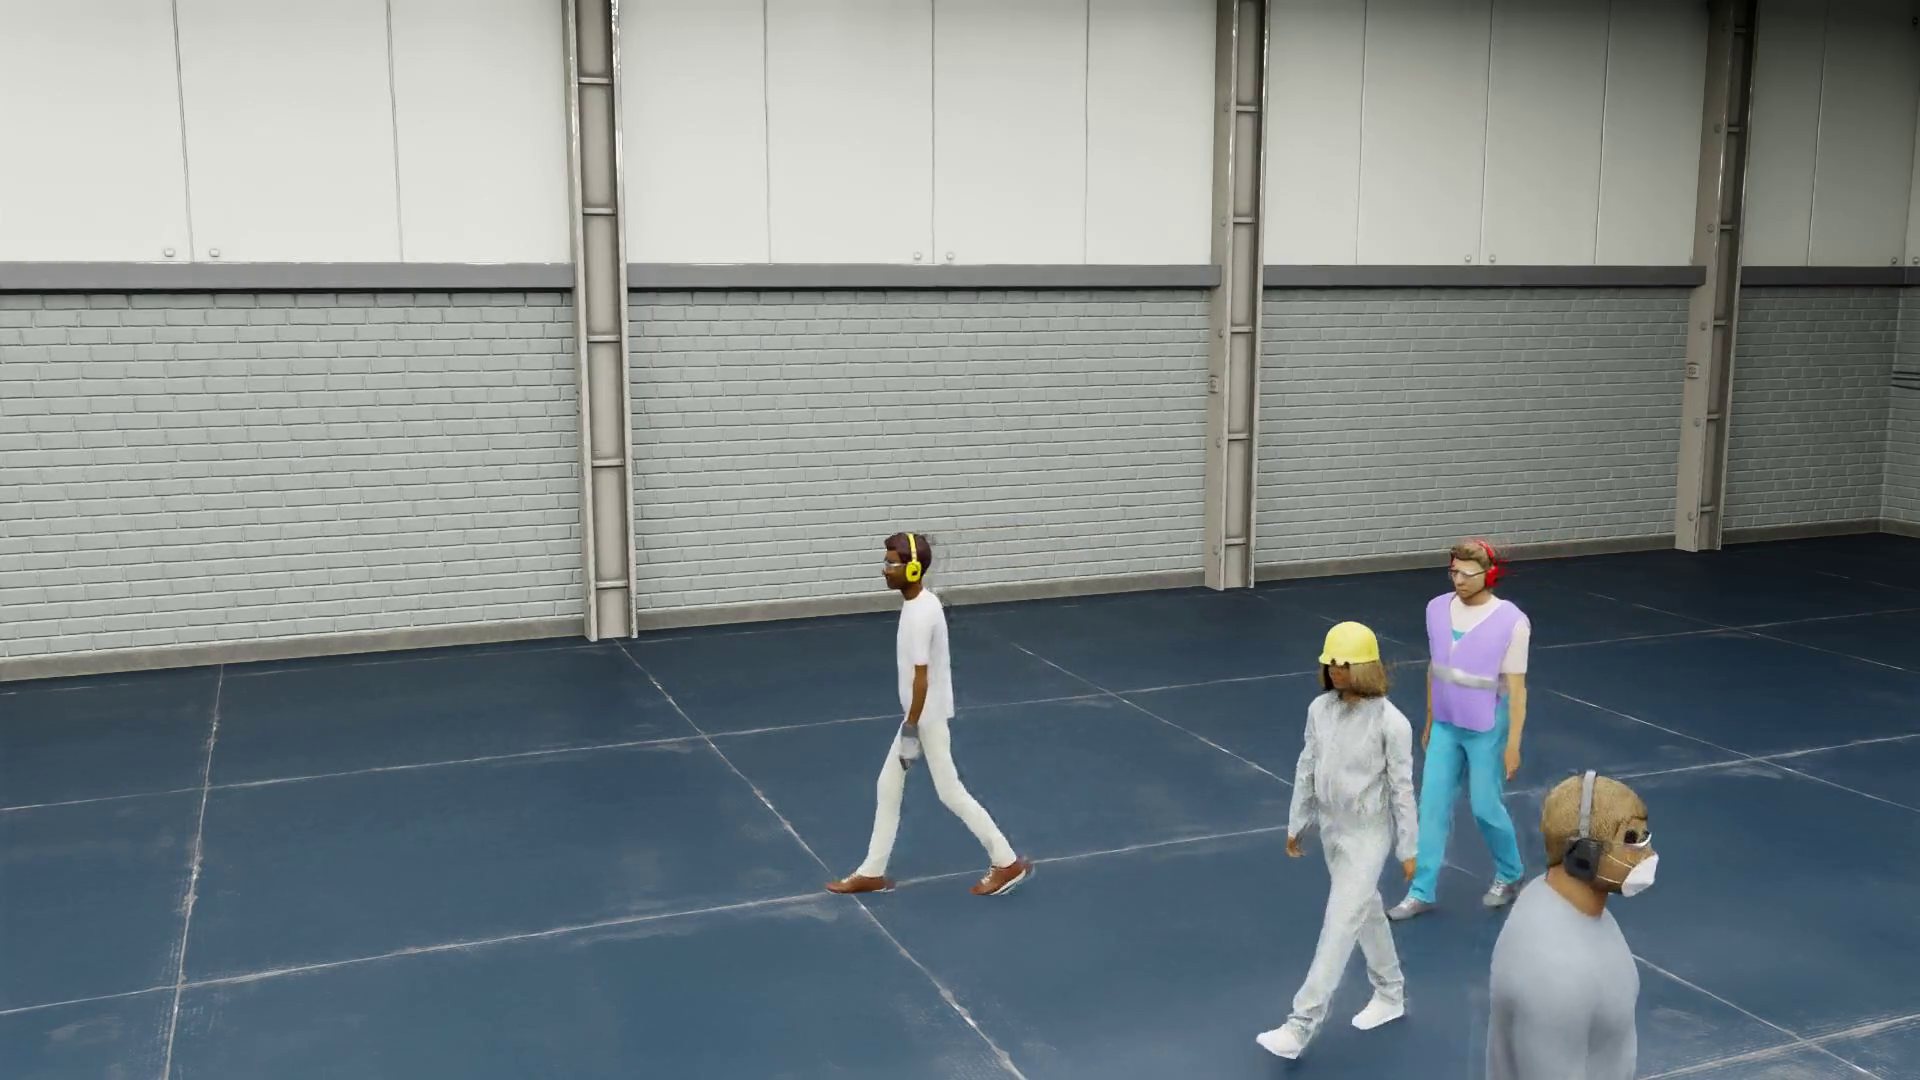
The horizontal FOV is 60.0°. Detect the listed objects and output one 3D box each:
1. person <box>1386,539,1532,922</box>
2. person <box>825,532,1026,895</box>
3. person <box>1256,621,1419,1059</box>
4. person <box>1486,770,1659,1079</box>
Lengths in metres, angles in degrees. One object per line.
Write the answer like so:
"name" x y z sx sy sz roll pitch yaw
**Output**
"person" 2.411 0.887 7.847 0.780 1.818 0.583 -6 11 -33
"person" -0.133 0.855 8.055 0.971 1.826 0.534 -1 9 -7
"person" 1.469 1.158 6.485 0.904 1.693 0.506 -6 11 -31
"person" 1.348 1.463 3.906 0.739 1.923 0.639 5 10 26
